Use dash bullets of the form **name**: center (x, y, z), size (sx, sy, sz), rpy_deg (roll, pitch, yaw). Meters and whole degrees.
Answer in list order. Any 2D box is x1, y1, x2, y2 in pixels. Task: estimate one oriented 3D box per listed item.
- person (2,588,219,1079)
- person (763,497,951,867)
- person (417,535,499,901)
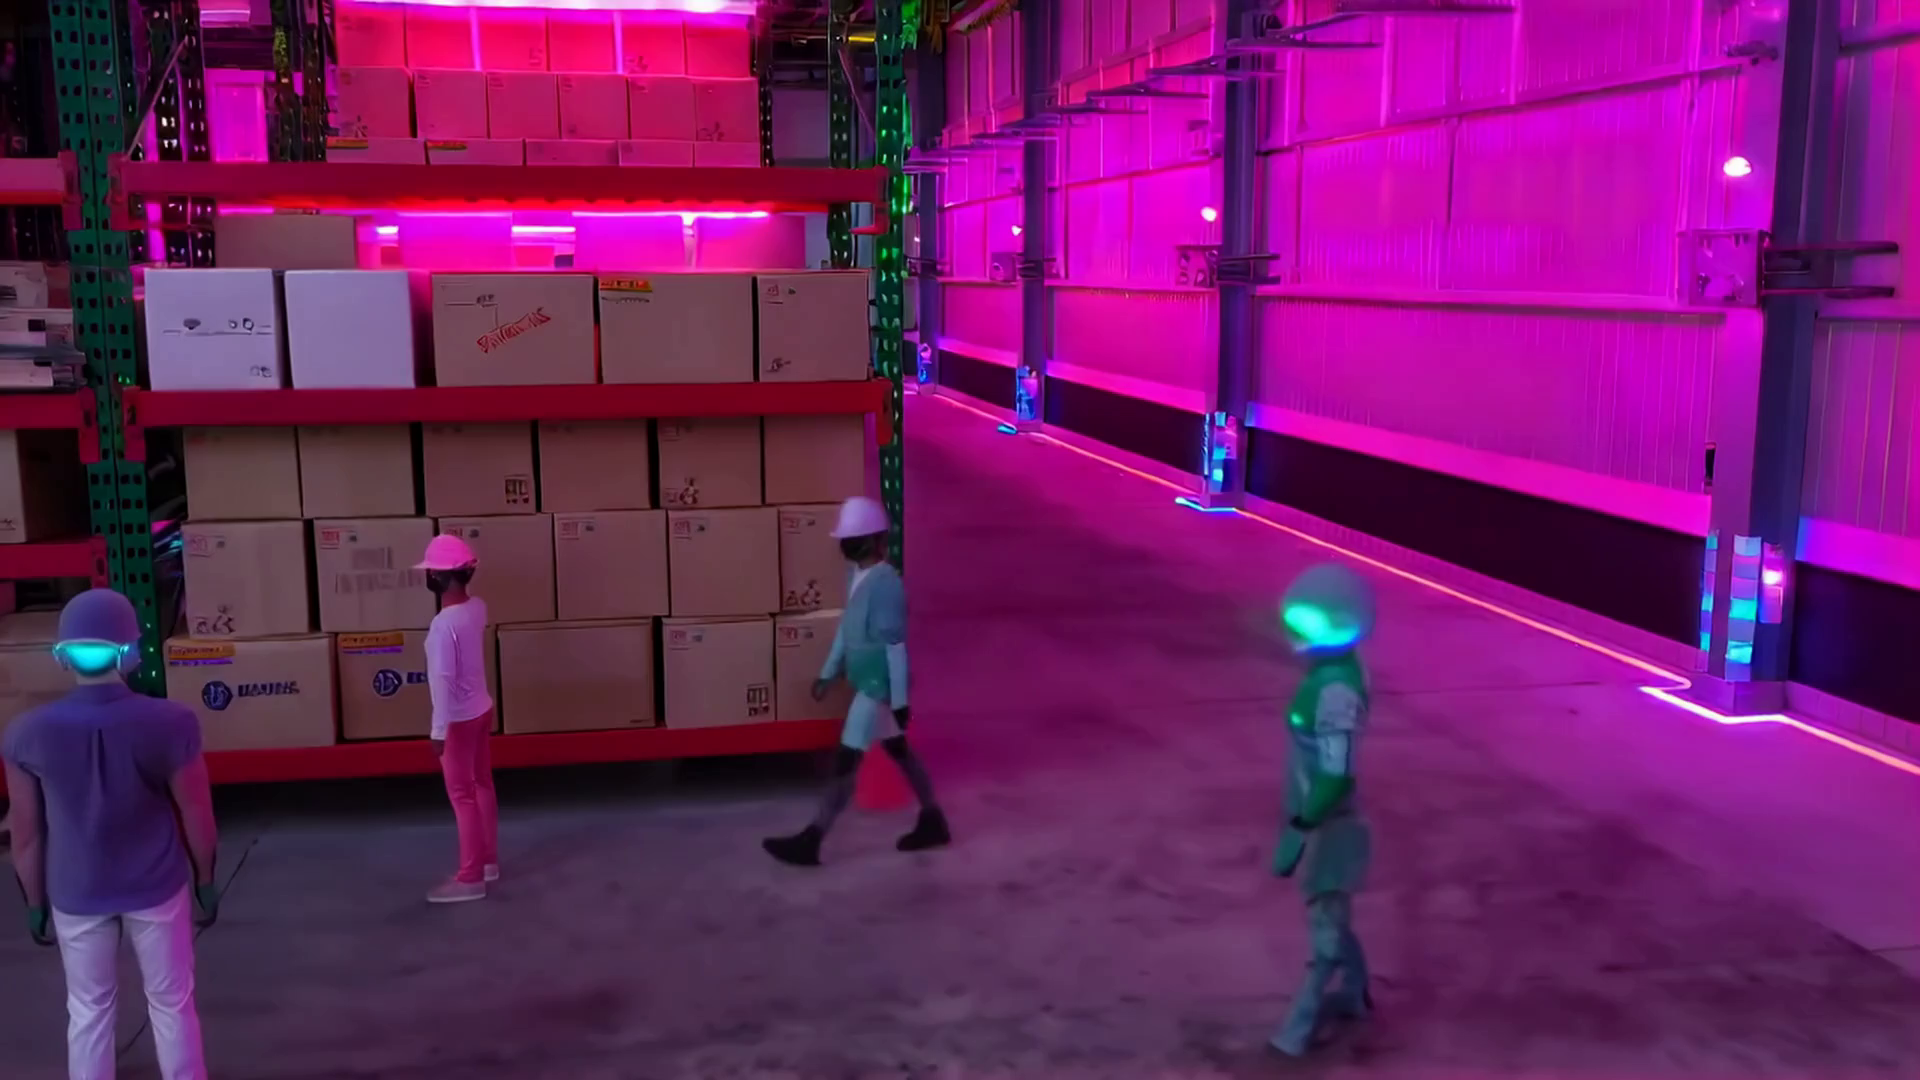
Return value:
- **person**: center (-2.776, 1.145, 5.507), size (0.610, 1.996, 0.378), rpy_deg (-3, 10, -17)
- **person**: center (-0.487, 0.714, 8.481), size (1.005, 1.883, 0.564), rpy_deg (-2, 10, -14)
- **person**: center (-2.421, 0.850, 8.008), size (0.309, 1.769, 0.523), rpy_deg (0, 9, 3)
